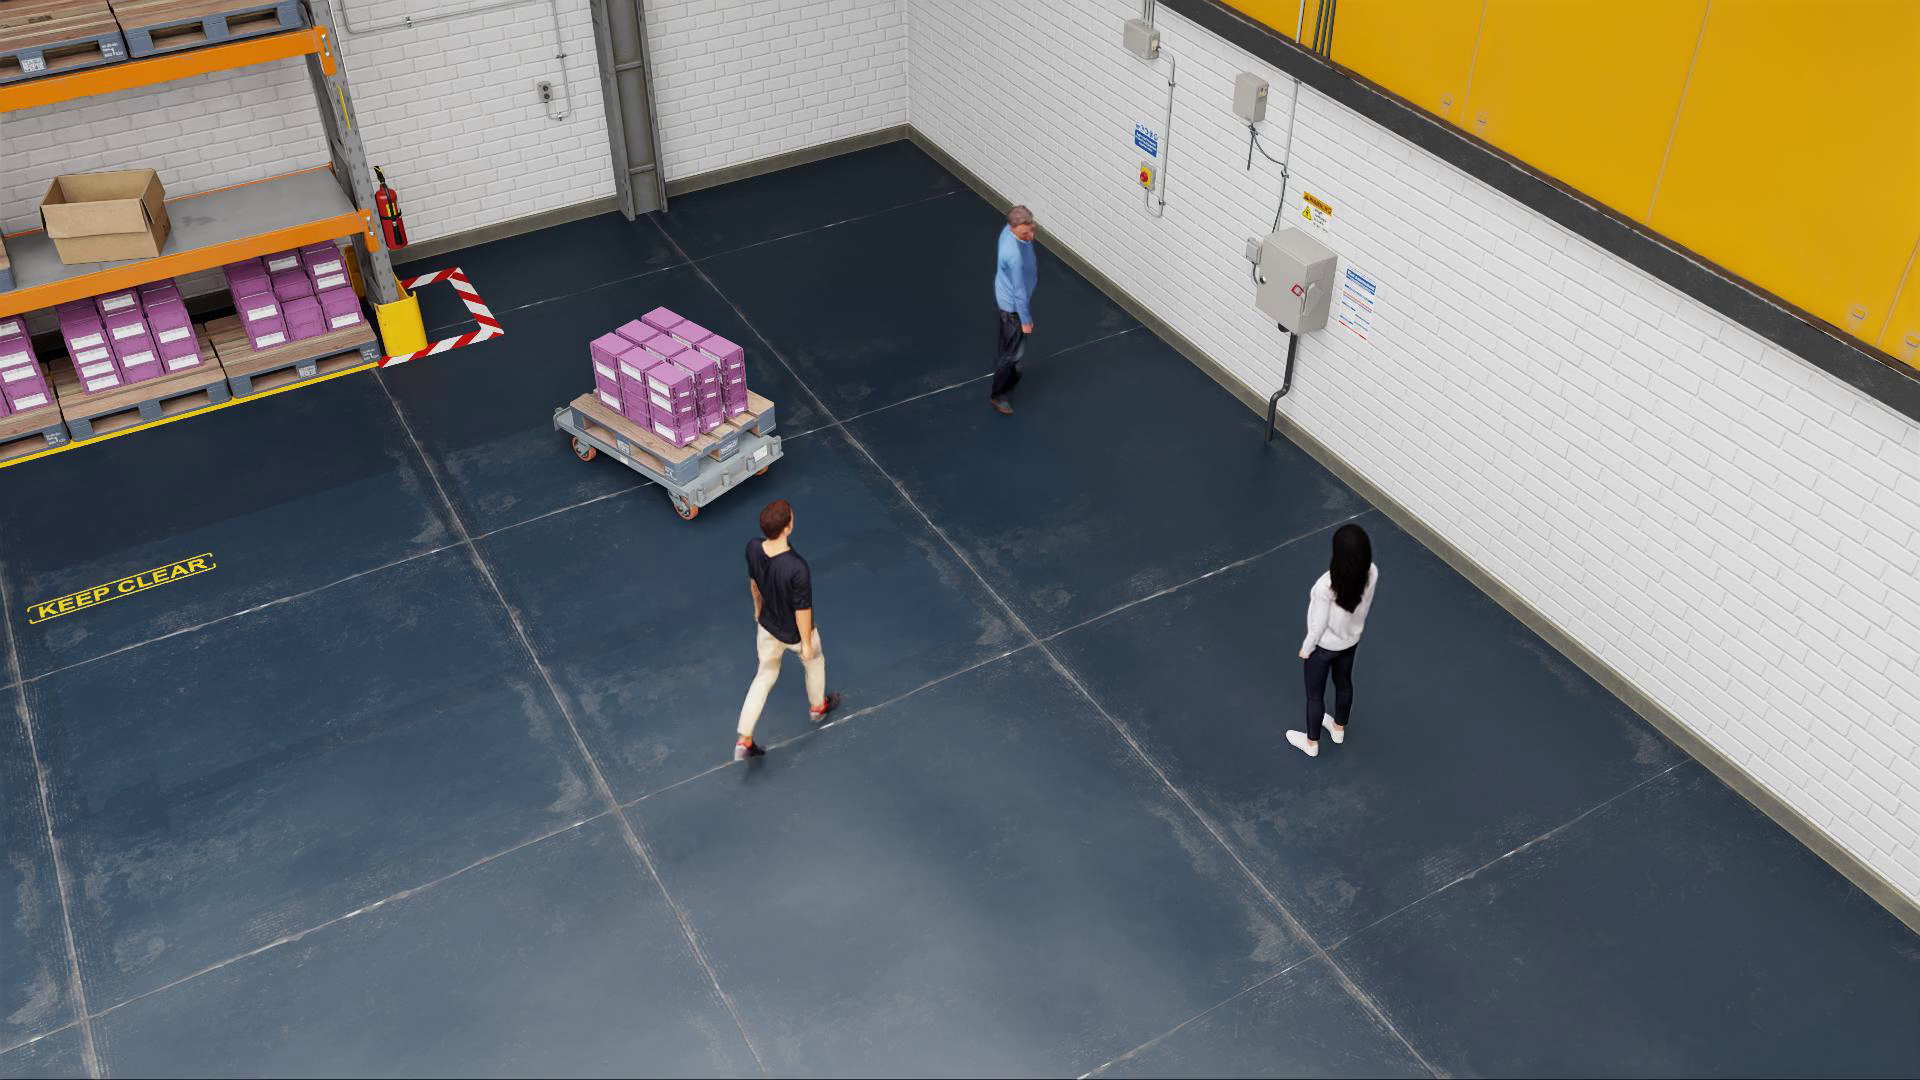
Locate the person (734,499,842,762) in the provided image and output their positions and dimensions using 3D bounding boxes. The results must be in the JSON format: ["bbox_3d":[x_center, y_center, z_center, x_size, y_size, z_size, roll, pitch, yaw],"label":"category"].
[{"bbox_3d":[-1.102,0.572,9.904,0.988,1.822,1.242,22,44,26],"label":"person"}]

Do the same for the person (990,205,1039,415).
[{"bbox_3d":[0.405,-1.912,13.050,0.805,1.778,0.876,-12,40,-15],"label":"person"}]

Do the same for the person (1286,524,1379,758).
[{"bbox_3d":[2.243,0.599,9.969,0.474,1.700,0.675,-21,43,-24],"label":"person"}]
